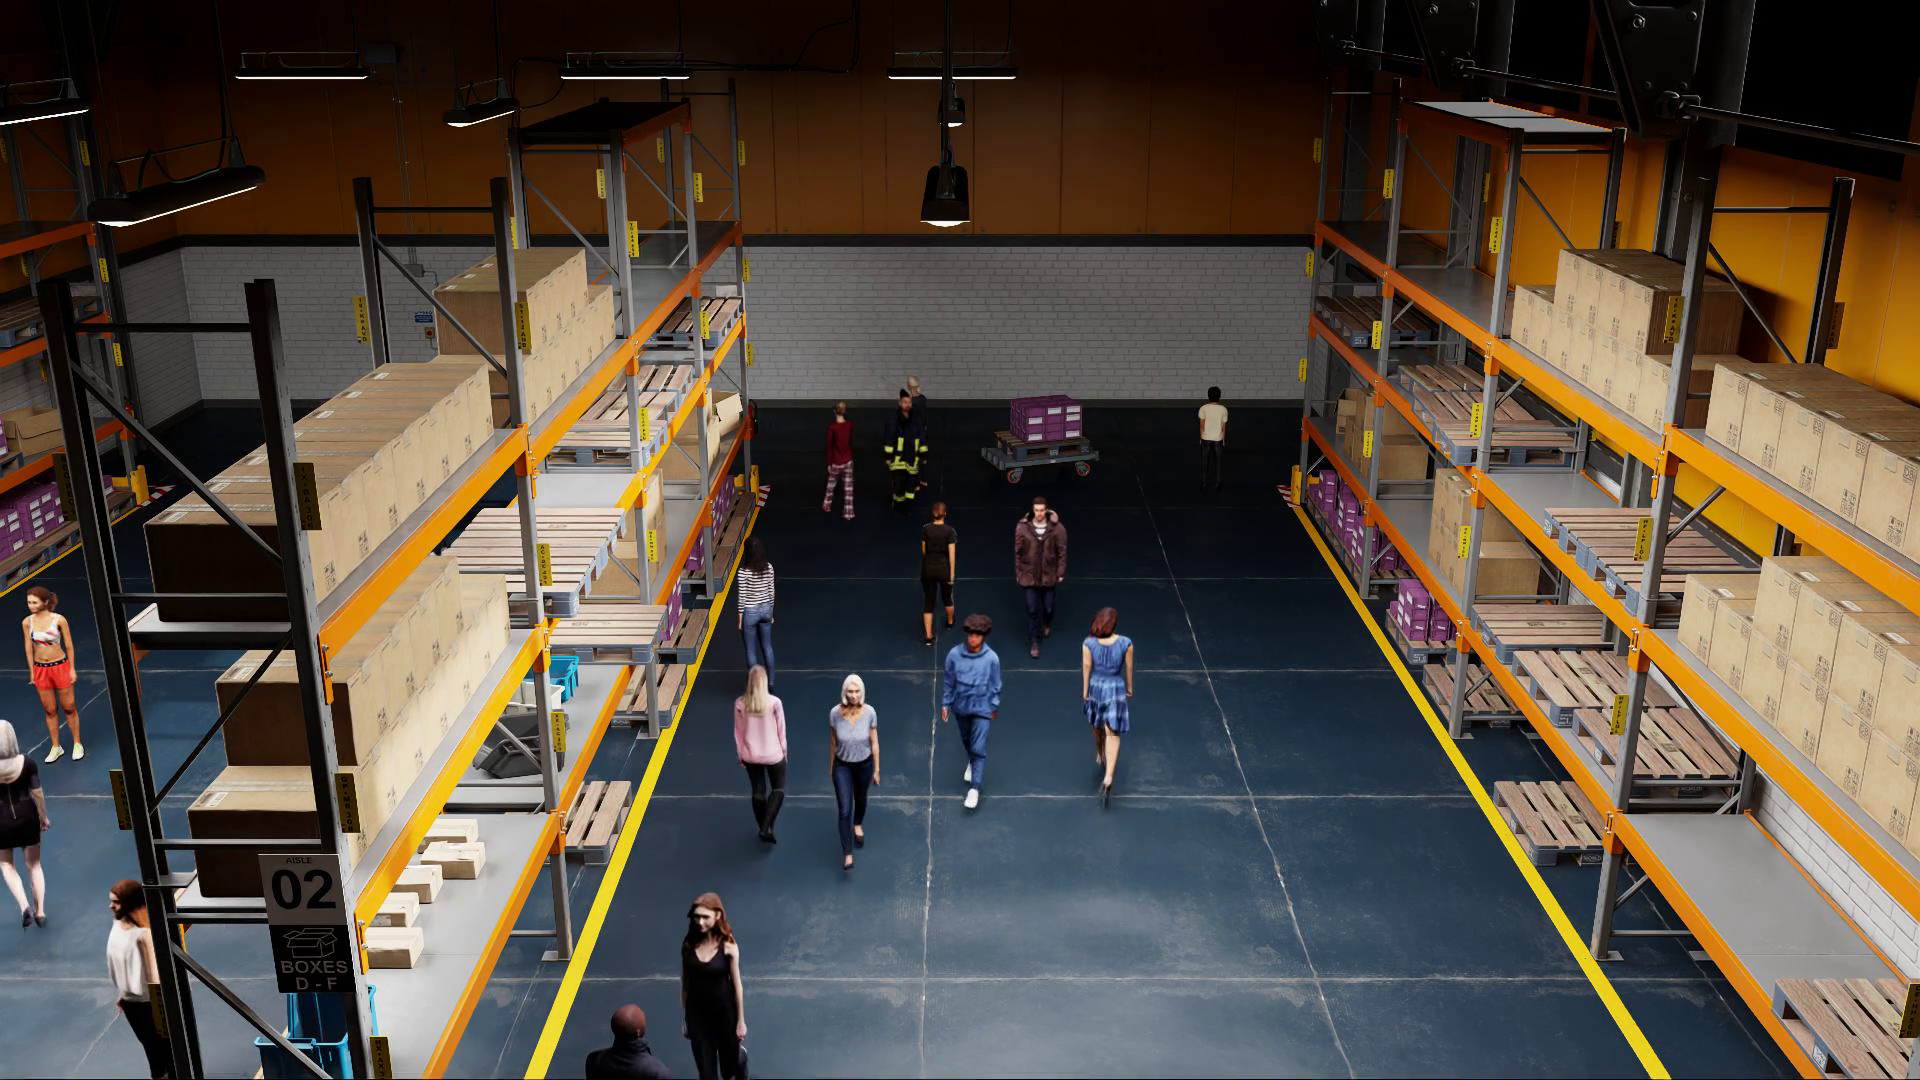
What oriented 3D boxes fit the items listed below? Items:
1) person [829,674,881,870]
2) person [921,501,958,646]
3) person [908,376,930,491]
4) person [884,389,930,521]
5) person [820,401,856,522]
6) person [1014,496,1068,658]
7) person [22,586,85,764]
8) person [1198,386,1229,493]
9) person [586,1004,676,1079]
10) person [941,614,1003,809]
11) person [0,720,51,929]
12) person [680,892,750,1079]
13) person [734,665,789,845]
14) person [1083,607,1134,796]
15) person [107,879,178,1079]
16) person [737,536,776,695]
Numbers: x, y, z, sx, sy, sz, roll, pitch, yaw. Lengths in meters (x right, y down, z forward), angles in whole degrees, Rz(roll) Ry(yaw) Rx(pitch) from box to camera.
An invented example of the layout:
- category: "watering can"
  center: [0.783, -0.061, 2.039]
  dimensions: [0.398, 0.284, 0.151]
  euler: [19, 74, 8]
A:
- category: "person"
  center: [-0.923, 1.928, 14.369]
  dimensions: [0.669, 1.673, 1.139]
  euler: [-2, 19, -7]
- category: "person"
  center: [-0.277, 0.405, 18.963]
  dimensions: [0.751, 1.628, 1.122]
  euler: [4, 19, 12]
- category: "person"
  center: [-0.650, -1.615, 24.808]
  dimensions: [0.742, 1.726, 0.635]
  euler: [11, 22, 30]
- category: "person"
  center: [-0.796, -1.237, 23.491]
  dimensions: [0.874, 1.850, 0.860]
  euler: [-6, 20, -18]
- category: "person"
  center: [-1.619, -1.085, 23.313]
  dimensions: [0.940, 1.674, 1.079]
  euler: [-12, 22, -31]
- category: "person"
  center: [0.894, 0.372, 18.741]
  dimensions: [0.784, 1.832, 0.955]
  euler: [2, 19, 5]
- category: "person"
  center: [-8.781, 1.280, 16.111]
  dimensions: [0.604, 1.789, 0.577]
  euler: [-4, 19, -11]
- category: "person"
  center: [3.746, -1.499, 24.681]
  dimensions: [0.601, 1.588, 0.481]
  euler: [1, 19, 3]
- category: "person"
  center: [-1.848, 3.463, 9.576]
  dimensions: [0.833, 1.823, 0.800]
  euler: [6, 20, 18]
- category: "person"
  center: [0.126, 1.512, 15.460]
  dimensions: [0.911, 1.764, 1.243]
  euler: [5, 19, 16]
- category: "person"
  center: [-7.408, 2.288, 13.068]
  dimensions: [0.789, 1.821, 0.860]
  euler: [-12, 22, -32]
- category: "person"
  center: [-1.587, 3.059, 10.920]
  dimensions: [0.665, 1.731, 0.946]
  euler: [3, 19, 8]
- category: "person"
  center: [-1.727, 1.901, 14.435]
  dimensions: [0.663, 1.681, 0.825]
  euler: [2, 19, 7]
- category: "person"
  center: [1.373, 1.523, 15.428]
  dimensions: [0.753, 1.765, 1.200]
  euler: [3, 19, 9]
- category: "person"
  center: [-5.415, 3.015, 11.066]
  dimensions: [0.644, 1.721, 0.674]
  euler: [13, 23, 34]
- category: "person"
  center: [-2.135, 0.824, 17.459]
  dimensions: [0.645, 1.793, 0.688]
  euler: [-15, 24, -37]
